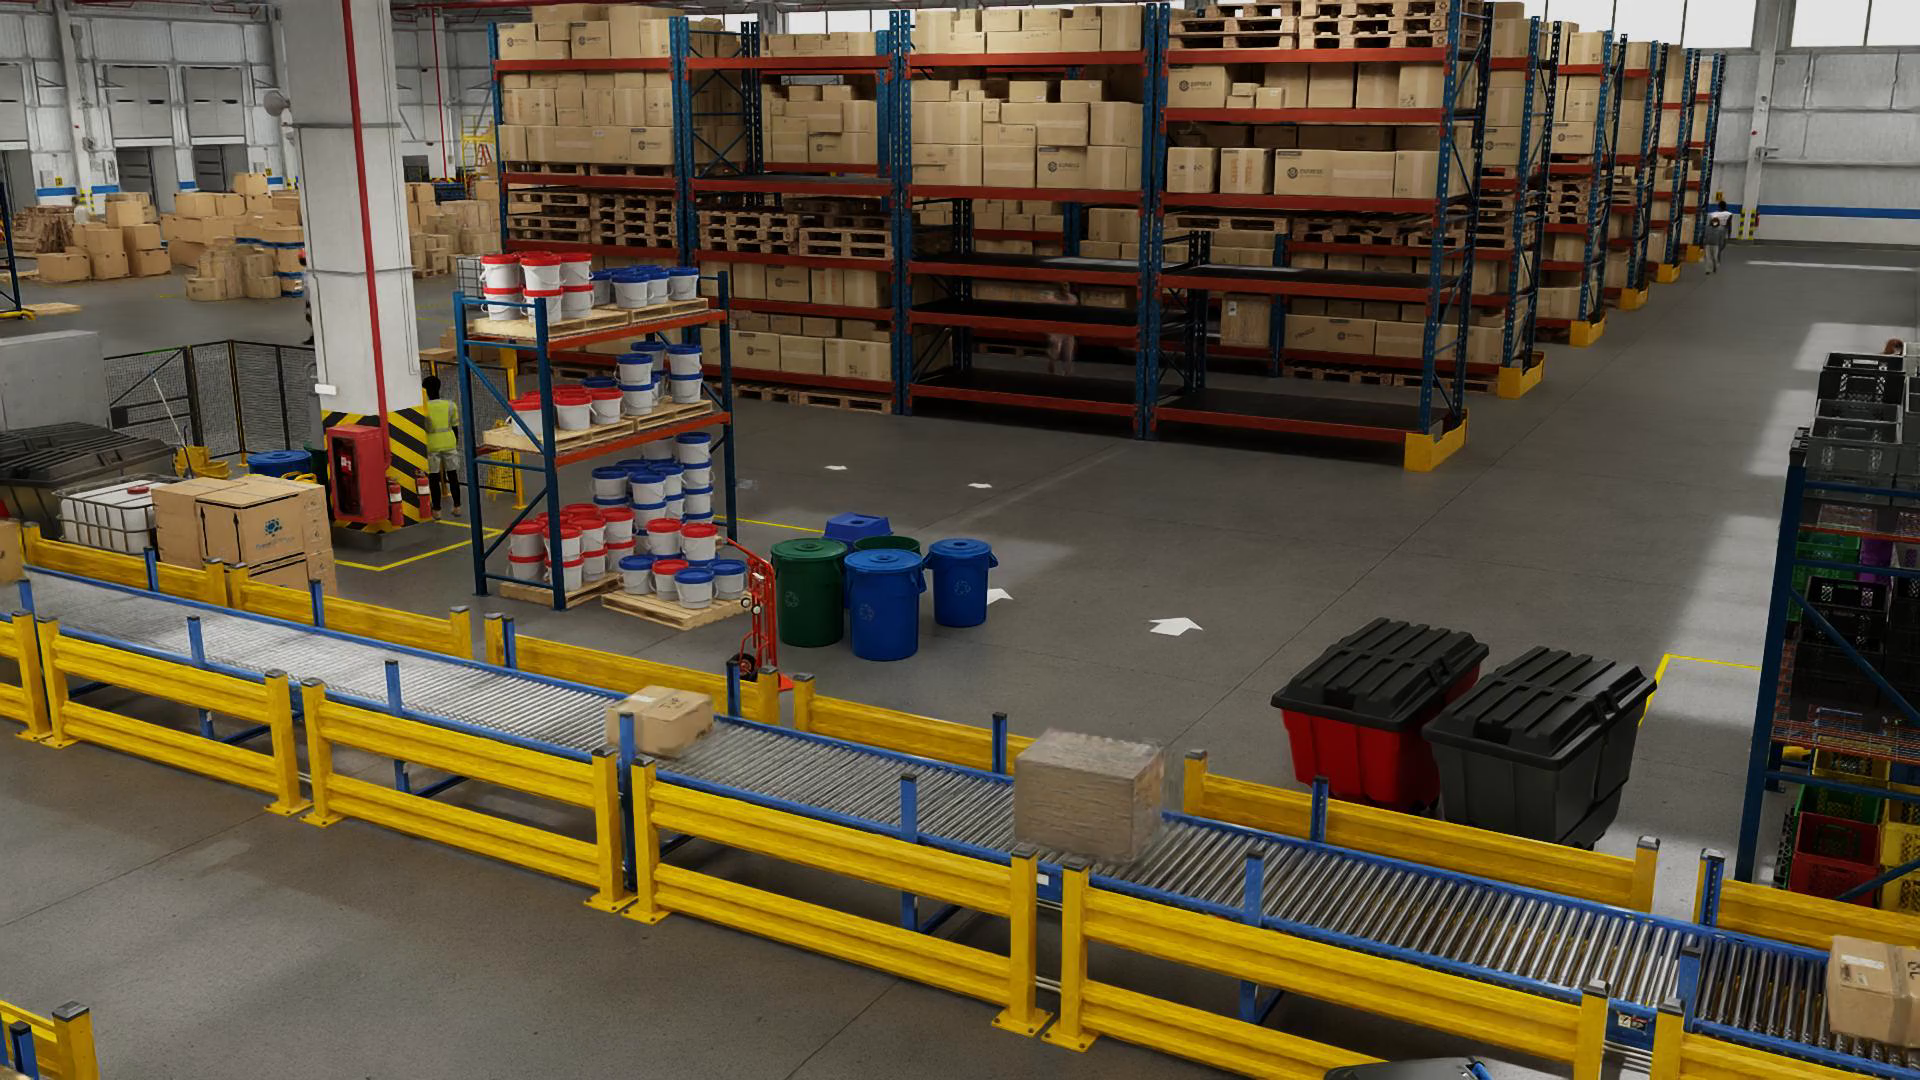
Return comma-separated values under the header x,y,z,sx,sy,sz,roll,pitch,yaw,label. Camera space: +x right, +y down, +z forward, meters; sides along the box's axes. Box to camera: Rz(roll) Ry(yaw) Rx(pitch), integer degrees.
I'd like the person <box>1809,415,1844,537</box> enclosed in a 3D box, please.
x,y,z,sx,sy,sz,roll,pitch,yaw,label
9.132,-0.690,17.576,0.461,1.898,0.640,-1,15,-4,person

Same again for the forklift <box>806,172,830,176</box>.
x,y,z,sx,sy,sz,roll,pitch,yaw,label
-5.207,-12.861,61.447,1.129,2.768,1.873,8,17,28,forklift

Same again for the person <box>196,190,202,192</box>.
x,y,z,sx,sy,sz,roll,pitch,yaw,label
-24.655,-10.436,54.192,0.633,1.916,0.681,3,15,10,person

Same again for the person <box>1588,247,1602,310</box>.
x,y,z,sx,sy,sz,roll,pitch,yaw,label
13.828,-5.774,36.518,0.659,2.006,0.704,-6,16,-20,person

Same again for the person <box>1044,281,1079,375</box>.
x,y,z,sx,sy,sz,roll,pitch,yaw,label
1.728,-3.508,28.166,0.650,1.904,0.401,-6,16,-23,person

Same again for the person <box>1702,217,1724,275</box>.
x,y,z,sx,sy,sz,roll,pitch,yaw,label
20.932,-8.177,46.268,0.500,1.618,0.456,10,18,32,person

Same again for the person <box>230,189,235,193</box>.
x,y,z,sx,sy,sz,roll,pitch,yaw,label
-26.173,-11.865,60.076,0.310,1.642,0.514,-11,19,-36,person

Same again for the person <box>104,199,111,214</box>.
x,y,z,sx,sy,sz,roll,pitch,yaw,label
-26.236,-9.672,51.572,0.593,1.780,0.989,3,15,13,person

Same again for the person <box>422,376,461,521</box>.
x,y,z,sx,sy,sz,roll,pitch,yaw,label
-6.083,-1.071,19.400,0.531,1.692,0.320,-12,19,-38,person

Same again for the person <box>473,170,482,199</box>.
x,y,z,sx,sy,sz,roll,pitch,yaw,label
-20.796,-15.090,71.757,1.037,1.876,0.554,2,15,7,person

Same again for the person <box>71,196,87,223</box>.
x,y,z,sx,sy,sz,roll,pitch,yaw,label
-26.796,-9.564,50.901,0.813,1.917,0.638,-12,19,-38,person

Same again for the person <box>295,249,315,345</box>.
x,y,z,sx,sy,sz,roll,pitch,yaw,label
-12.845,-4.831,33.112,0.635,1.917,0.548,0,15,0,person

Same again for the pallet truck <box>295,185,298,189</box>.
x,y,z,sx,sy,sz,roll,pitch,yaw,label
-26.804,-14.617,69.738,1.885,1.965,0.823,-14,20,-42,pallet truck

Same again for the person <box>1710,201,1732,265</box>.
x,y,z,sx,sy,sz,roll,pitch,yaw,label
22.387,-9.043,49.013,0.660,1.880,0.602,-12,19,-39,person

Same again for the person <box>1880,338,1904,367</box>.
x,y,z,sx,sy,sz,roll,pitch,yaw,label
12.798,-1.978,22.935,0.523,1.621,0.359,0,15,-2,person
